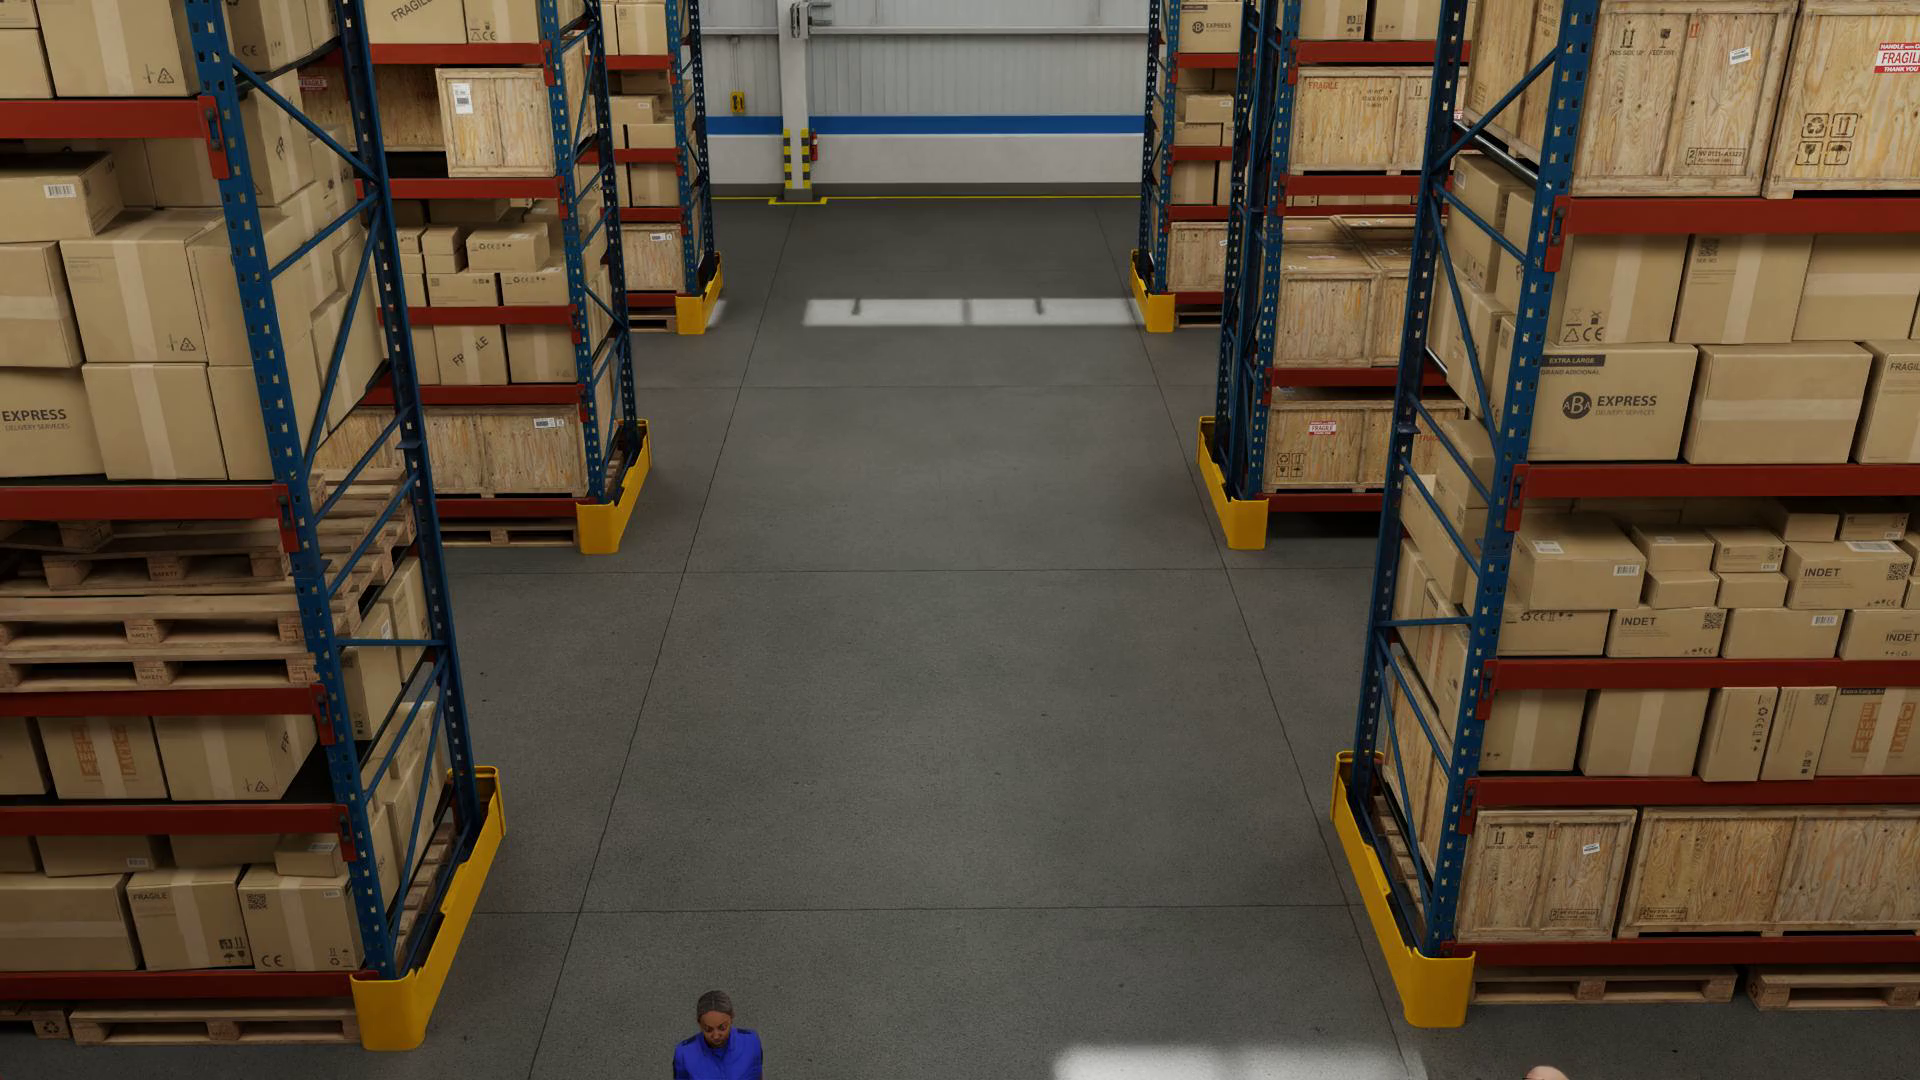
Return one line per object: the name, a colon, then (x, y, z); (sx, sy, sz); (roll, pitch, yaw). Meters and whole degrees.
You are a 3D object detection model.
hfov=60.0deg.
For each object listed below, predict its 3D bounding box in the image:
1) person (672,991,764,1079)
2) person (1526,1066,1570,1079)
person: (-1.113, 2.852, 7.906); (0.436, 1.657, 0.357); (-8, 26, -16)
person: (2.505, 3.031, 7.336); (0.608, 1.782, 0.399); (-8, 26, -16)
